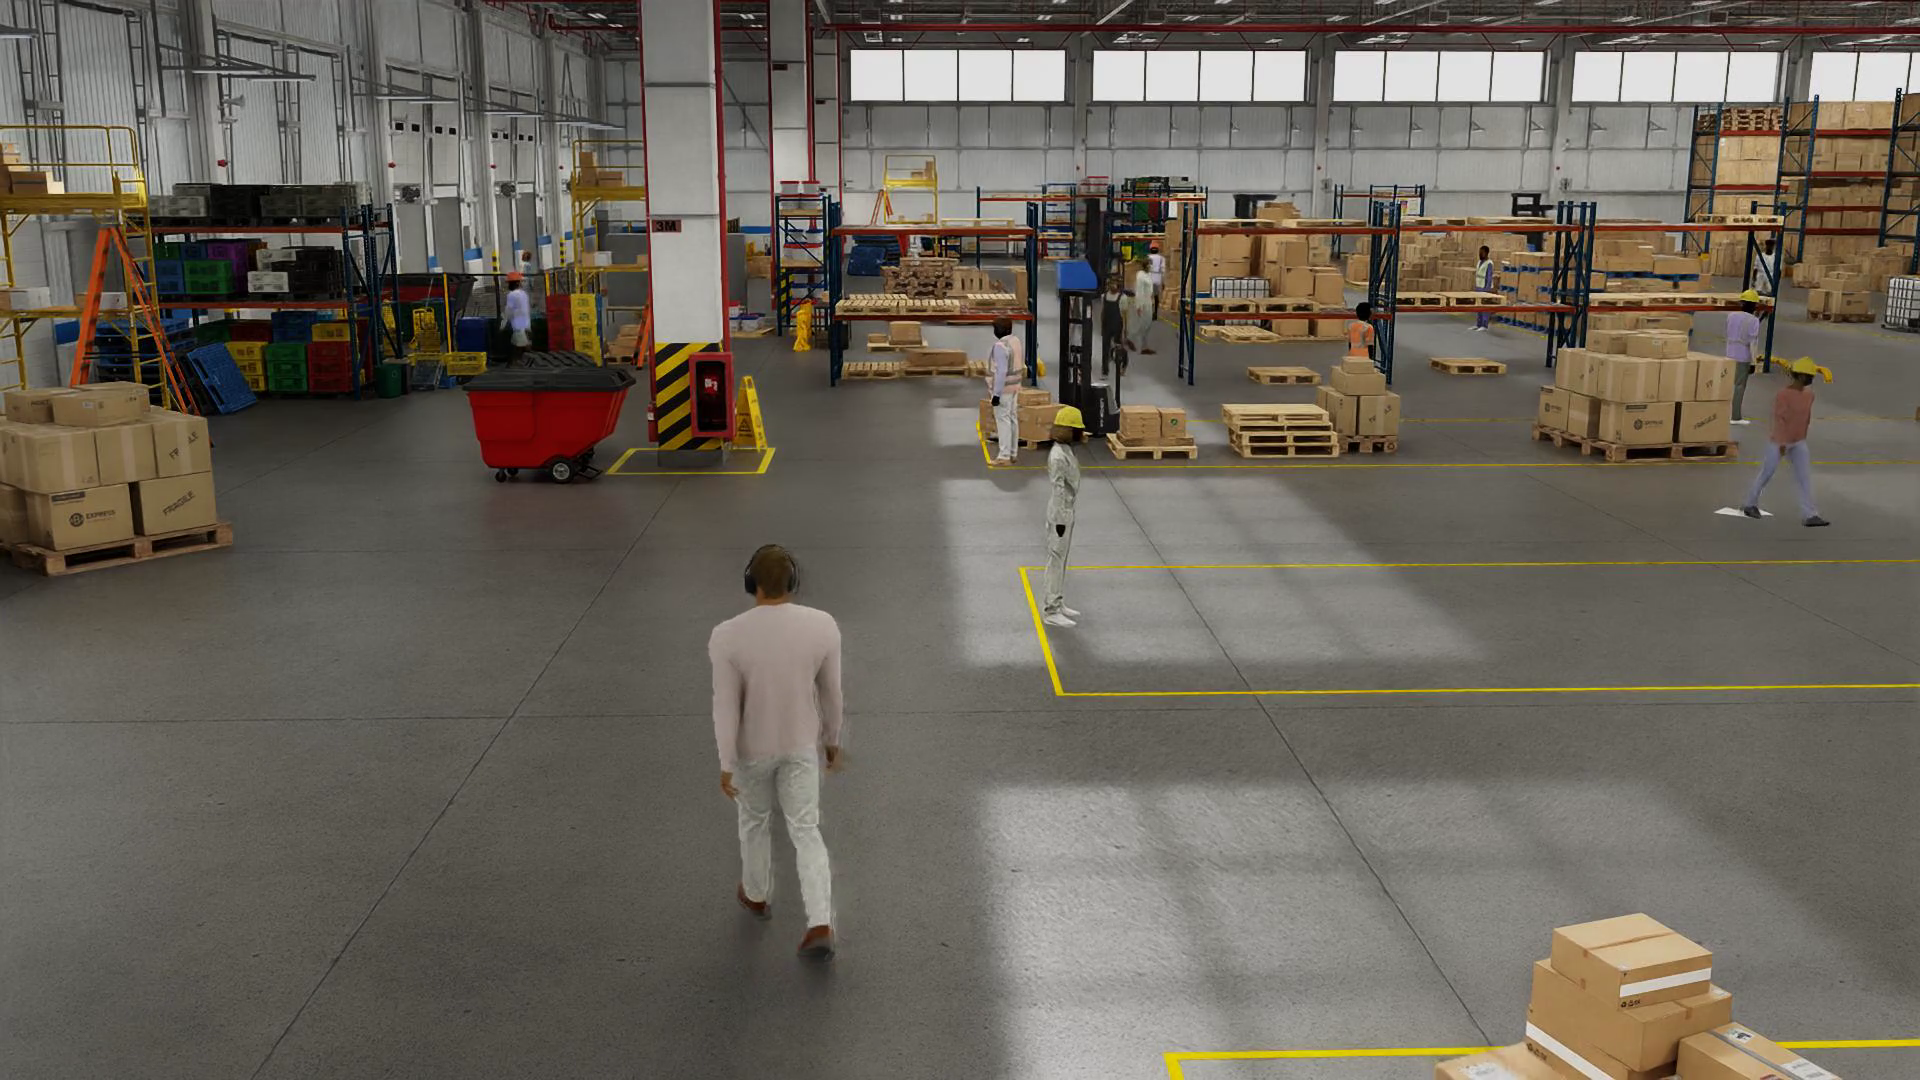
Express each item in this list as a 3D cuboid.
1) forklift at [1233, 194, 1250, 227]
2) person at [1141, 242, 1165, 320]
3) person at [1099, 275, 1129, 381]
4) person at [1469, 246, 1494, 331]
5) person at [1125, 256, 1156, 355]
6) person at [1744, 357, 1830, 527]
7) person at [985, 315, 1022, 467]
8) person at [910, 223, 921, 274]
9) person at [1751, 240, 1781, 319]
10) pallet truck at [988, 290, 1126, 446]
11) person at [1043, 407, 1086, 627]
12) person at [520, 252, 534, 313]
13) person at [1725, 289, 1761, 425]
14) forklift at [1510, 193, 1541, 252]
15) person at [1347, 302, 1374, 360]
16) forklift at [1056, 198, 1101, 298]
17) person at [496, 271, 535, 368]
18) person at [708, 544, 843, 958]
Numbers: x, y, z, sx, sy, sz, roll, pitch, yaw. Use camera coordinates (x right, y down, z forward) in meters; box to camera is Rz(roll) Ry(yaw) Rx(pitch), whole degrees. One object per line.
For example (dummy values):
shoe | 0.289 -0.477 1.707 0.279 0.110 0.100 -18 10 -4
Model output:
forklift | 9.242 -9.986 54.806 1.873 2.768 1.129 0 12 -2
person | 4.637 -6.210 40.050 0.585 1.875 0.928 0 12 1
person | 2.687 -3.689 28.829 0.526 1.817 0.808 7 14 27
person | 11.798 -5.669 37.508 0.385 1.917 0.596 -2 13 -10
person | 3.592 -4.588 32.609 0.505 1.926 0.649 5 13 21
person | 8.440 -1.005 16.916 0.538 1.718 0.925 -4 13 -18
person | 0.526 -1.815 20.287 0.429 1.839 0.634 5 13 22
person | -1.470 -9.645 55.539 0.362 1.883 0.576 -6 14 -26
person | 19.542 -6.310 40.369 0.656 1.924 0.918 8 15 31
pallet truck | 1.257 -2.299 22.111 1.885 1.965 0.823 -9 15 -35
person | 0.835 -0.195 13.197 0.316 1.740 0.492 3 13 11
person | -10.581 -6.222 40.660 0.314 1.634 0.515 -7 14 -30
person | 11.107 -2.595 23.643 0.401 1.919 0.581 -4 13 -19
forklift | 19.432 -10.557 57.386 1.873 2.768 1.129 -12 17 -43
person | 5.839 -2.612 24.212 0.318 1.697 0.535 -6 14 -26
forklift | 3.703 -8.210 46.787 1.873 2.768 1.129 0 12 -2
person | -7.583 -3.657 28.542 1.032 1.882 0.557 2 13 7
person | -0.819 0.956 7.653 0.645 1.902 0.991 -5 14 -23
